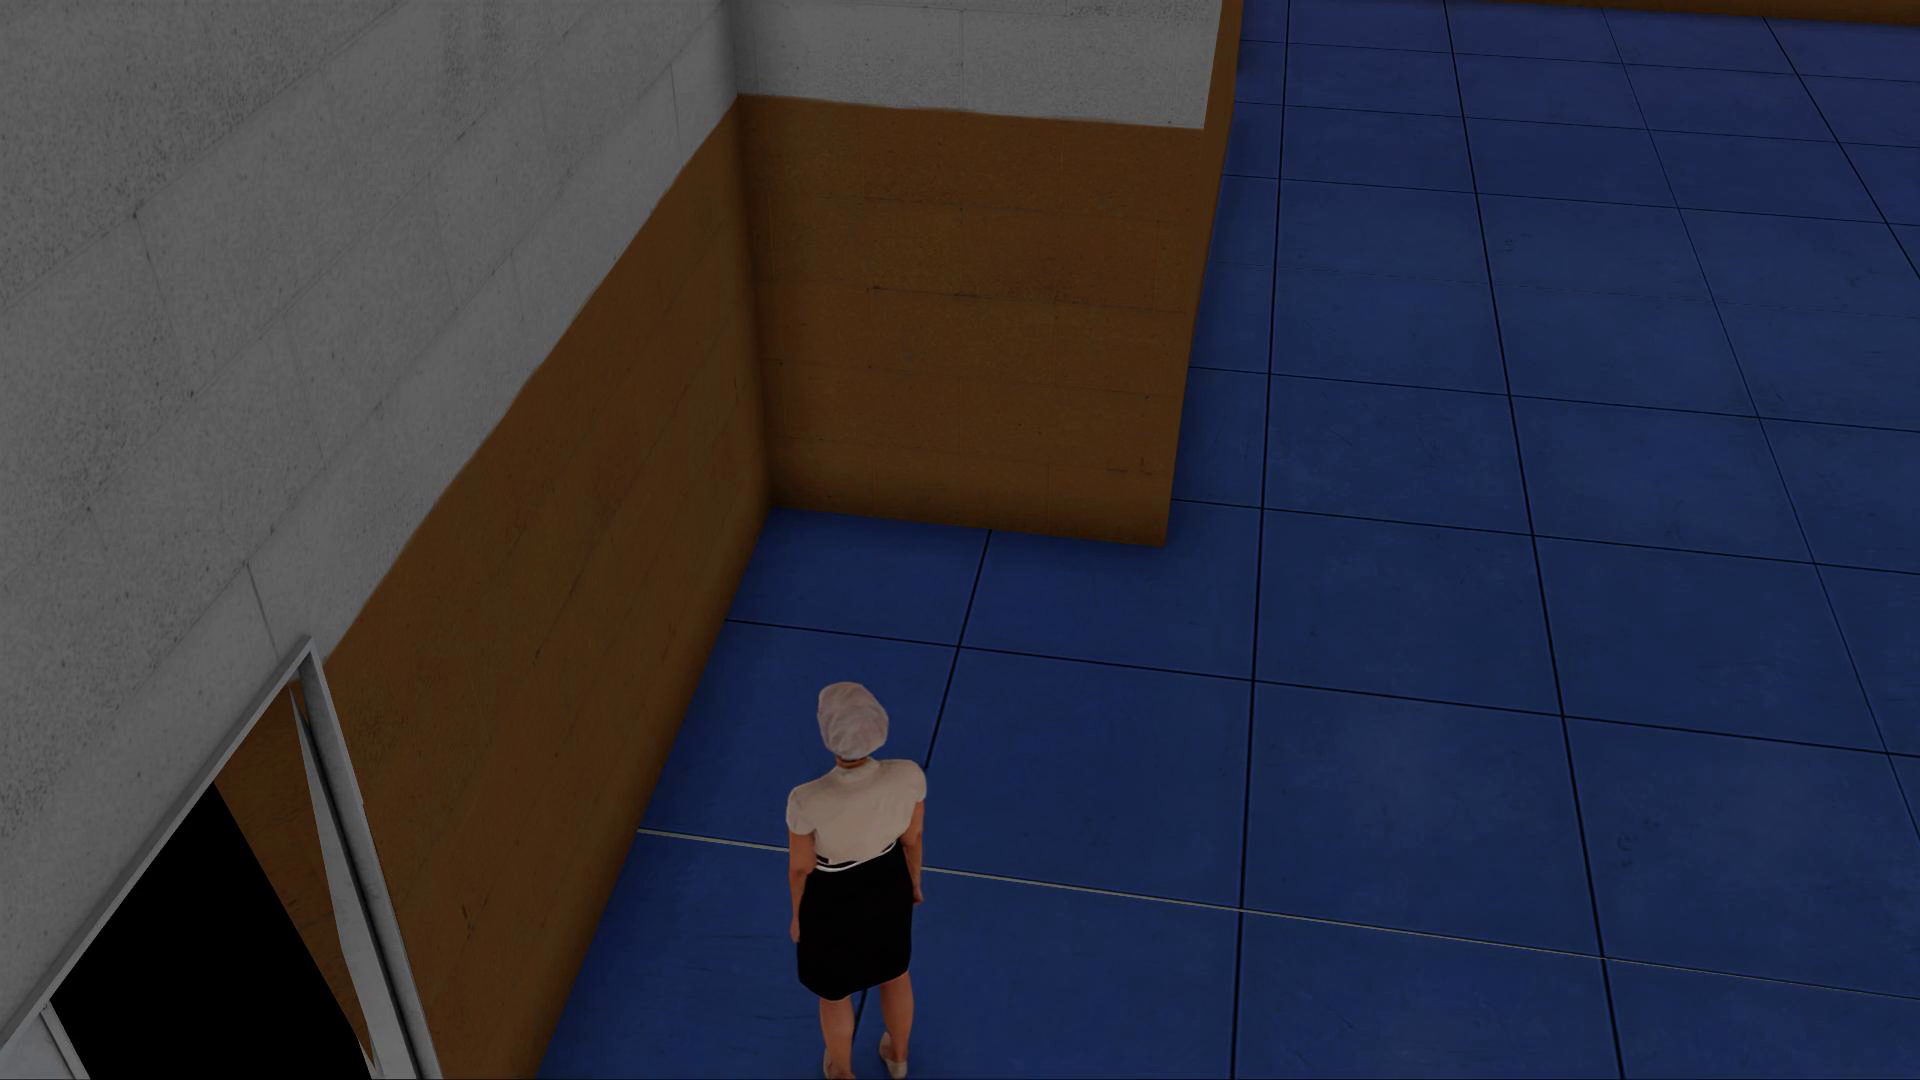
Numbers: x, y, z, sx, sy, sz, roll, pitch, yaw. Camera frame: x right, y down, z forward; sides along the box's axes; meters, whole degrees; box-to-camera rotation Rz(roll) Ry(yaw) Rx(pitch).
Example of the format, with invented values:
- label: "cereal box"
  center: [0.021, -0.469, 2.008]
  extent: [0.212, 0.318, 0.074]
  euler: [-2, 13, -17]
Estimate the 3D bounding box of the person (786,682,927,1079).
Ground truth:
- label: "person"
  center: [-0.322, 1.159, 5.248]
  extent: [0.650, 1.751, 0.742]
  euler: [-16, 40, -20]
